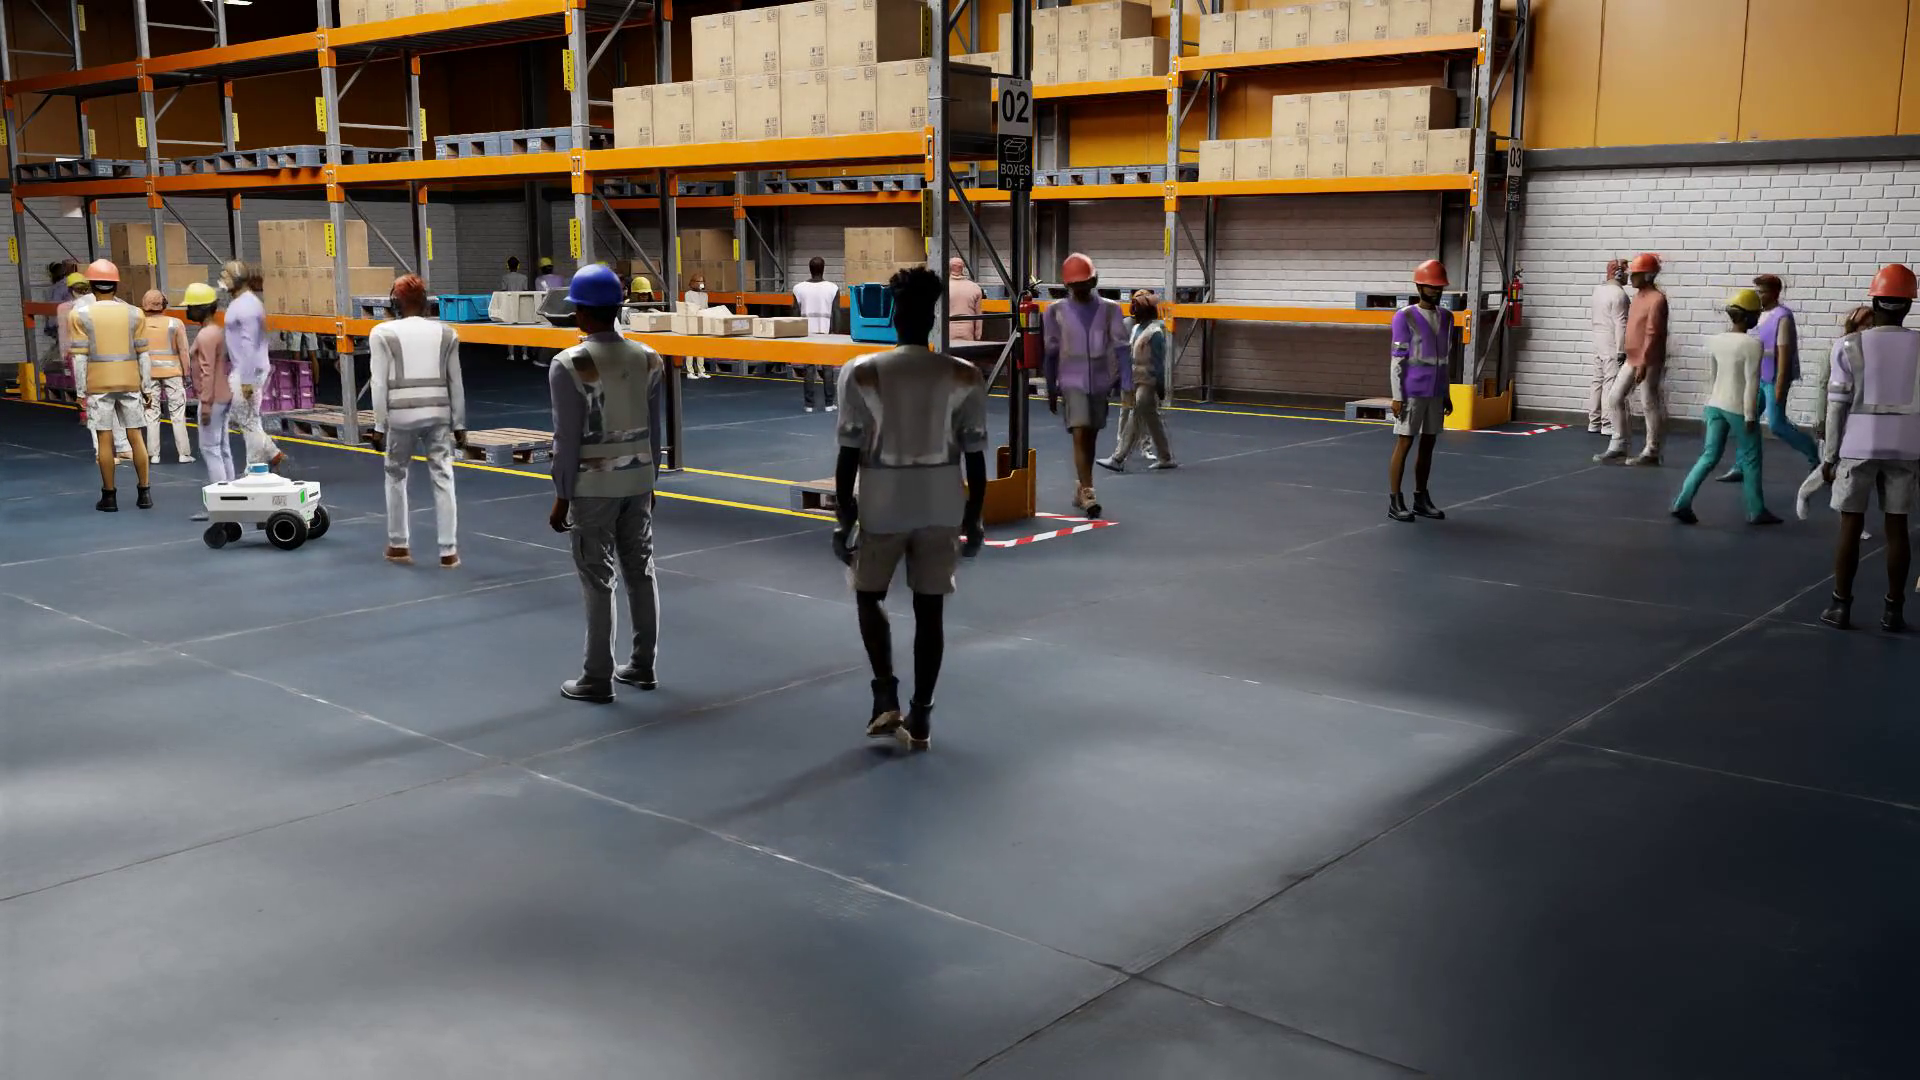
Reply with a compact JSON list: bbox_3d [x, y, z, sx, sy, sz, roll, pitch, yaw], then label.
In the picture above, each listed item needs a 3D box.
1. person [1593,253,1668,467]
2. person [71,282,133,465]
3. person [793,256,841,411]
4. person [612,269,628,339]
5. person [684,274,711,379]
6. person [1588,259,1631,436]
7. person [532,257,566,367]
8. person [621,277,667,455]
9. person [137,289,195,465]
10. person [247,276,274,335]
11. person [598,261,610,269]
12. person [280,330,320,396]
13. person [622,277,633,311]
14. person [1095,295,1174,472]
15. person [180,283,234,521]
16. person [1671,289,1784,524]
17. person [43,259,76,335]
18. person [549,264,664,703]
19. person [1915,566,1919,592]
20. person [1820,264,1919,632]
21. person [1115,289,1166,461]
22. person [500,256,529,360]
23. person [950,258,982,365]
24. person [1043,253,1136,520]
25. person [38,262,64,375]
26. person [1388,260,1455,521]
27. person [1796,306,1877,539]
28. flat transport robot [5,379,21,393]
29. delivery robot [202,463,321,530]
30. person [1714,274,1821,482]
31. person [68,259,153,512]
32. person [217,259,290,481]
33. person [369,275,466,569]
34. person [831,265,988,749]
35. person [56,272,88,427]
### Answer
[{"bbox_3d":[6.194,-1.646,15.334,0.726,1.968,0.644,0,10,-2],"label":"person"},{"bbox_3d":[-7.976,-1.629,15.623,0.429,1.844,0.624,3,10,16],"label":"person"},{"bbox_3d":[-1.769,-2.547,20.632,0.596,1.916,0.373,0,10,0],"label":"person"},{"bbox_3d":[-2.562,-1.058,12.291,0.313,1.869,0.538,-1,10,-3],"label":"person"},{"bbox_3d":[-4.083,-3.318,25.855,0.276,1.629,0.497,7,12,35],"label":"person"},{"bbox_3d":[7.063,-2.077,17.988,0.407,1.908,0.642,-1,10,-4],"label":"person"},{"bbox_3d":[-6.956,-3.859,28.301,0.617,1.870,0.816,-10,14,-44],"label":"person"},{"bbox_3d":[-3.083,-1.683,16.209,0.489,1.744,0.295,-7,12,-35],"label":"person"},{"bbox_3d":[-7.464,-1.516,15.558,0.512,1.640,0.311,-2,10,-14],"label":"person"},{"bbox_3d":[-11.239,-3.424,26.558,0.495,1.592,0.794,0,10,-3],"label":"person"},{"bbox_3d":[-5.673,-3.549,26.650,0.680,1.803,0.625,5,11,27],"label":"person"},{"bbox_3d":[-8.997,-2.906,22.651,0.542,1.928,0.374,-7,12,-36],"label":"person"},{"bbox_3d":[-3.885,-2.241,19.524,0.318,1.690,0.555,5,11,25],"label":"person"},{"bbox_3d":[1.610,-1.409,15.067,0.837,1.594,0.524,-3,10,-15],"label":"person"},{"bbox_3d":[-5.618,-1.034,12.460,0.314,1.767,0.536,-2,10,-13],"label":"person"},{"bbox_3d":[5.643,-0.961,12.137,0.815,1.733,0.539,-3,10,-15],"label":"person"},{"bbox_3d":[-12.859,-3.124,24.088,0.967,1.847,0.674,4,11,22],"label":"person"},{"bbox_3d":[-1.579,-0.247,7.446,0.381,1.951,0.605,7,12,35],"label":"person"},{"bbox_3d":[5.763,-0.493,9.562,0.321,1.697,0.530,1,10,3],"label":"person"},{"bbox_3d":[4.849,-0.476,8.784,0.545,1.938,0.357,3,11,19],"label":"person"},{"bbox_3d":[1.721,-1.571,15.887,0.501,1.631,0.285,-1,10,-7],"label":"person"},{"bbox_3d":[-8.053,-4.186,30.099,0.531,1.870,0.318,-4,11,-21],"label":"person"},{"bbox_3d":[-0.050,-2.503,20.422,0.652,1.904,0.402,-3,10,-15],"label":"person"},{"bbox_3d":[0.961,-1.141,12.457,0.641,1.964,1.070,-2,10,-10],"label":"person"},{"bbox_3d":[-13.299,-3.162,24.390,0.698,1.827,0.595,-1,10,-4],"label":"person"},{"bbox_3d":[3.453,-1.103,12.355,0.551,1.935,0.375,-5,11,-25],"label":"person"},{"bbox_3d":[6.246,-0.843,11.748,0.519,1.623,0.583,-1,10,-4],"label":"person"},{"bbox_3d":[-12.606,-2.210,23.399,1.431,0.197,0.652,-5,11,-27],"label":"flat transport robot"},{"bbox_3d":[-4.757,-0.279,11.333,0.707,0.478,0.477,0,10,-1],"label":"delivery robot"},{"bbox_3d":[7.022,-1.372,14.271,0.830,1.813,0.593,0,10,2],"label":"person"},{"bbox_3d":[-6.540,-1.186,12.829,0.551,1.934,0.372,-8,13,-38],"label":"person"},{"bbox_3d":[-6.008,-1.384,13.975,0.444,1.929,0.649,-5,11,-27],"label":"person"},{"bbox_3d":[-3.467,-0.745,10.601,0.611,1.850,0.702,-7,12,-35],"label":"person"},{"bbox_3d":[-0.203,-0.117,6.693,0.647,1.952,0.419,-2,10,-9],"label":"person"},{"bbox_3d":[-9.904,-2.142,18.809,0.416,1.754,0.526,8,13,37],"label":"person"}]
